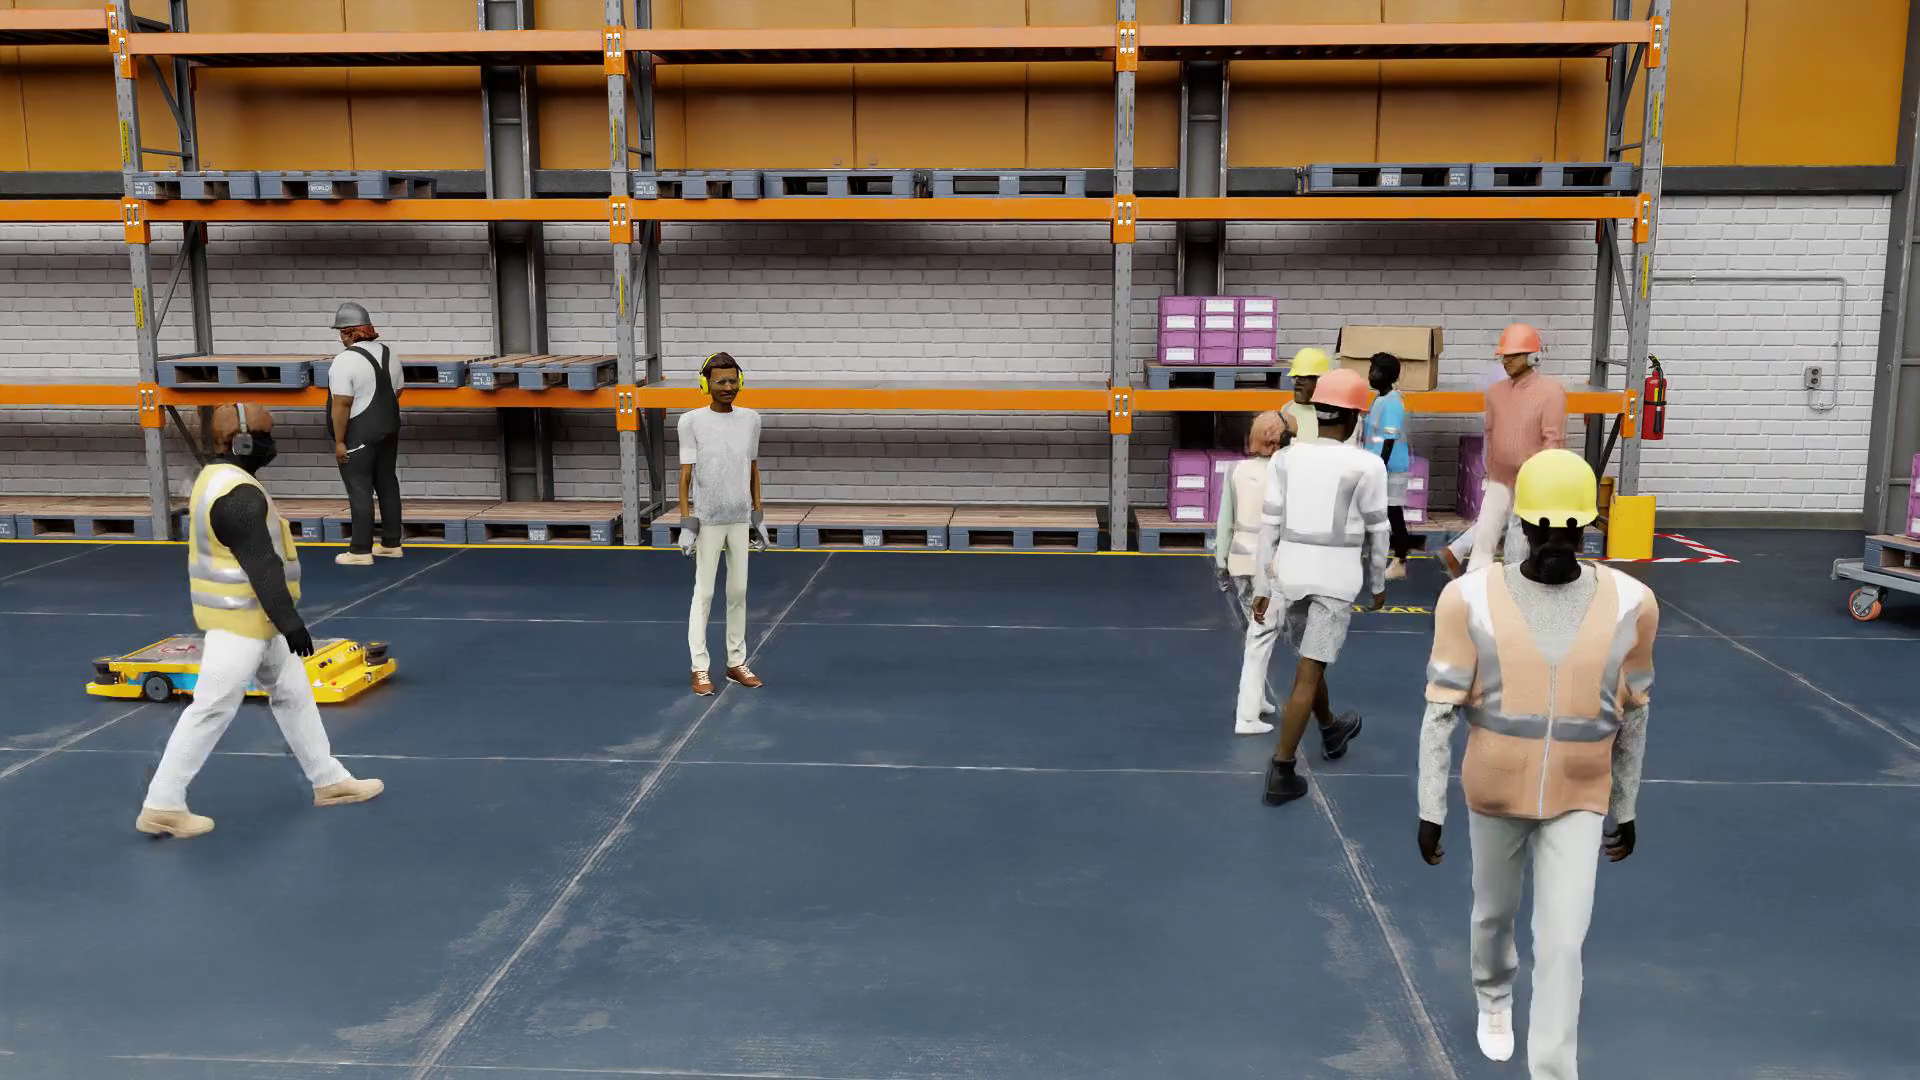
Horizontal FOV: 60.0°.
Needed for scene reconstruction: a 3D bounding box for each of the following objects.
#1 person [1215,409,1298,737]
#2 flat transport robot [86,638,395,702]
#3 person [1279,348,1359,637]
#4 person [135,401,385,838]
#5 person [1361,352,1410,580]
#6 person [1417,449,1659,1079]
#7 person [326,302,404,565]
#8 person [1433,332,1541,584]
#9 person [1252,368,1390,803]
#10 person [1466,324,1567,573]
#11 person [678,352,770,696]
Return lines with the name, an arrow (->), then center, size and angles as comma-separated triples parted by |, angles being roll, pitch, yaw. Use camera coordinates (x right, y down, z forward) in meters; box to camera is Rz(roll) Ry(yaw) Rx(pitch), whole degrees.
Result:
person -> 1.562, 0.161, 8.337 | 0.635, 1.620, 0.520 | -8, 13, -39
flat transport robot -> -3.931, 0.697, 9.134 | 1.431, 0.197, 0.652 | 1, 10, 5
person -> 2.177, -0.281, 10.328 | 0.411, 1.818, 0.614 | -7, 12, -35
person -> -2.987, 0.322, 6.908 | 0.977, 1.796, 0.627 | -5, 11, -25
person -> 2.990, -0.530, 12.180 | 0.683, 1.671, 0.552 | 0, 10, -1
person -> 1.580, 0.672, 4.605 | 0.608, 1.880, 1.004 | 2, 10, 13
person -> -4.662, -0.837, 12.941 | 0.535, 2.000, 0.681 | 4, 11, 23
person -> 3.687, -0.505, 11.368 | 0.661, 1.915, 0.631 | 0, 10, 1
person -> 1.654, 0.179, 7.448 | 0.542, 1.873, 1.019 | 9, 13, 41
person -> 3.445, -0.364, 10.438 | 0.968, 1.948, 0.614 | -8, 12, -38
person -> -1.291, -0.094, 9.095 | 0.533, 1.868, 0.310 | -7, 12, -34
